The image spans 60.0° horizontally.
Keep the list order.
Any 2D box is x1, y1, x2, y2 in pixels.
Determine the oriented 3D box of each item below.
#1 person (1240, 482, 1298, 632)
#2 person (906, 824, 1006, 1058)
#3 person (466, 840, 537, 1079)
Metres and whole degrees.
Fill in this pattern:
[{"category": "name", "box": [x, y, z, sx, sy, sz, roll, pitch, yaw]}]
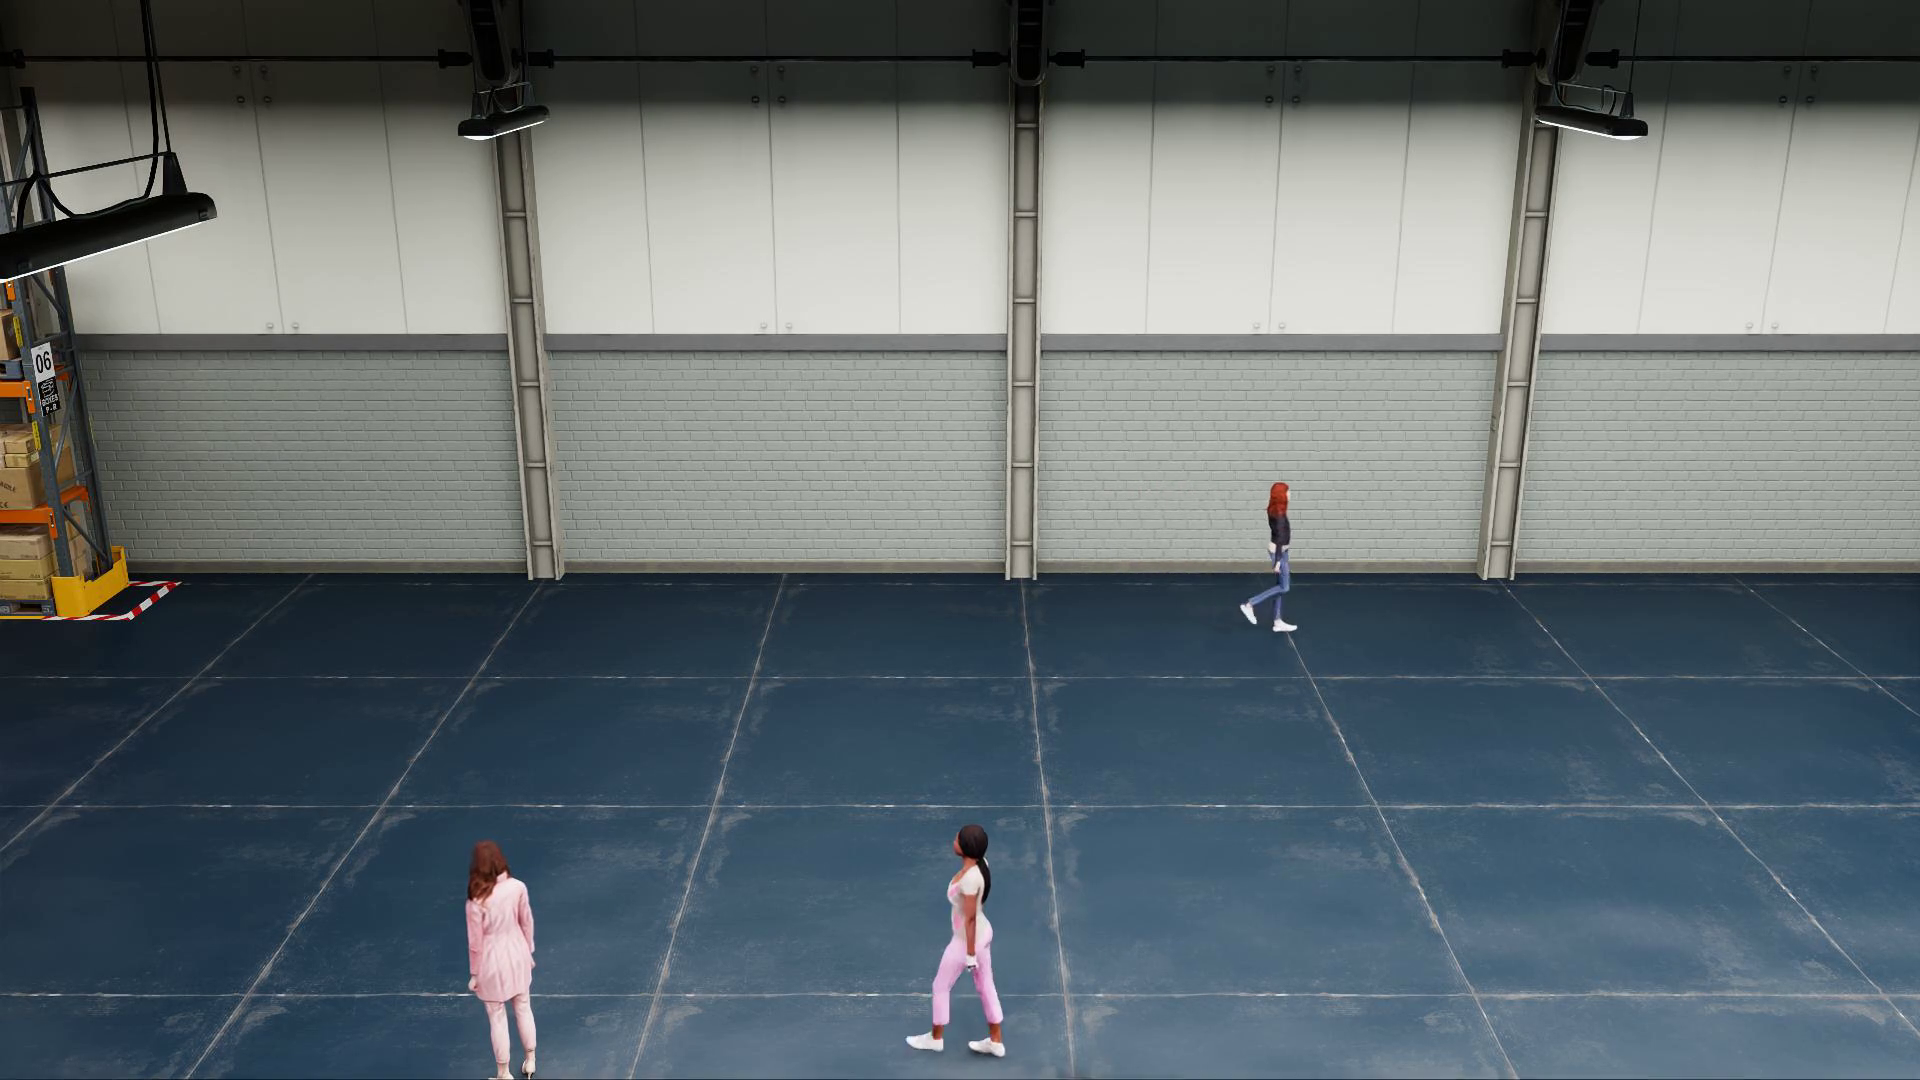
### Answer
[{"category": "person", "box": [3.542, 0.208, 18.915, 0.890, 1.775, 0.592, 1, 18, 3]}, {"category": "person", "box": [0.163, 2.737, 11.243, 0.970, 1.716, 0.731, 4, 19, 13]}, {"category": "person", "box": [-3.000, 2.797, 10.917, 0.668, 1.803, 0.747, -15, 23, -38]}]
